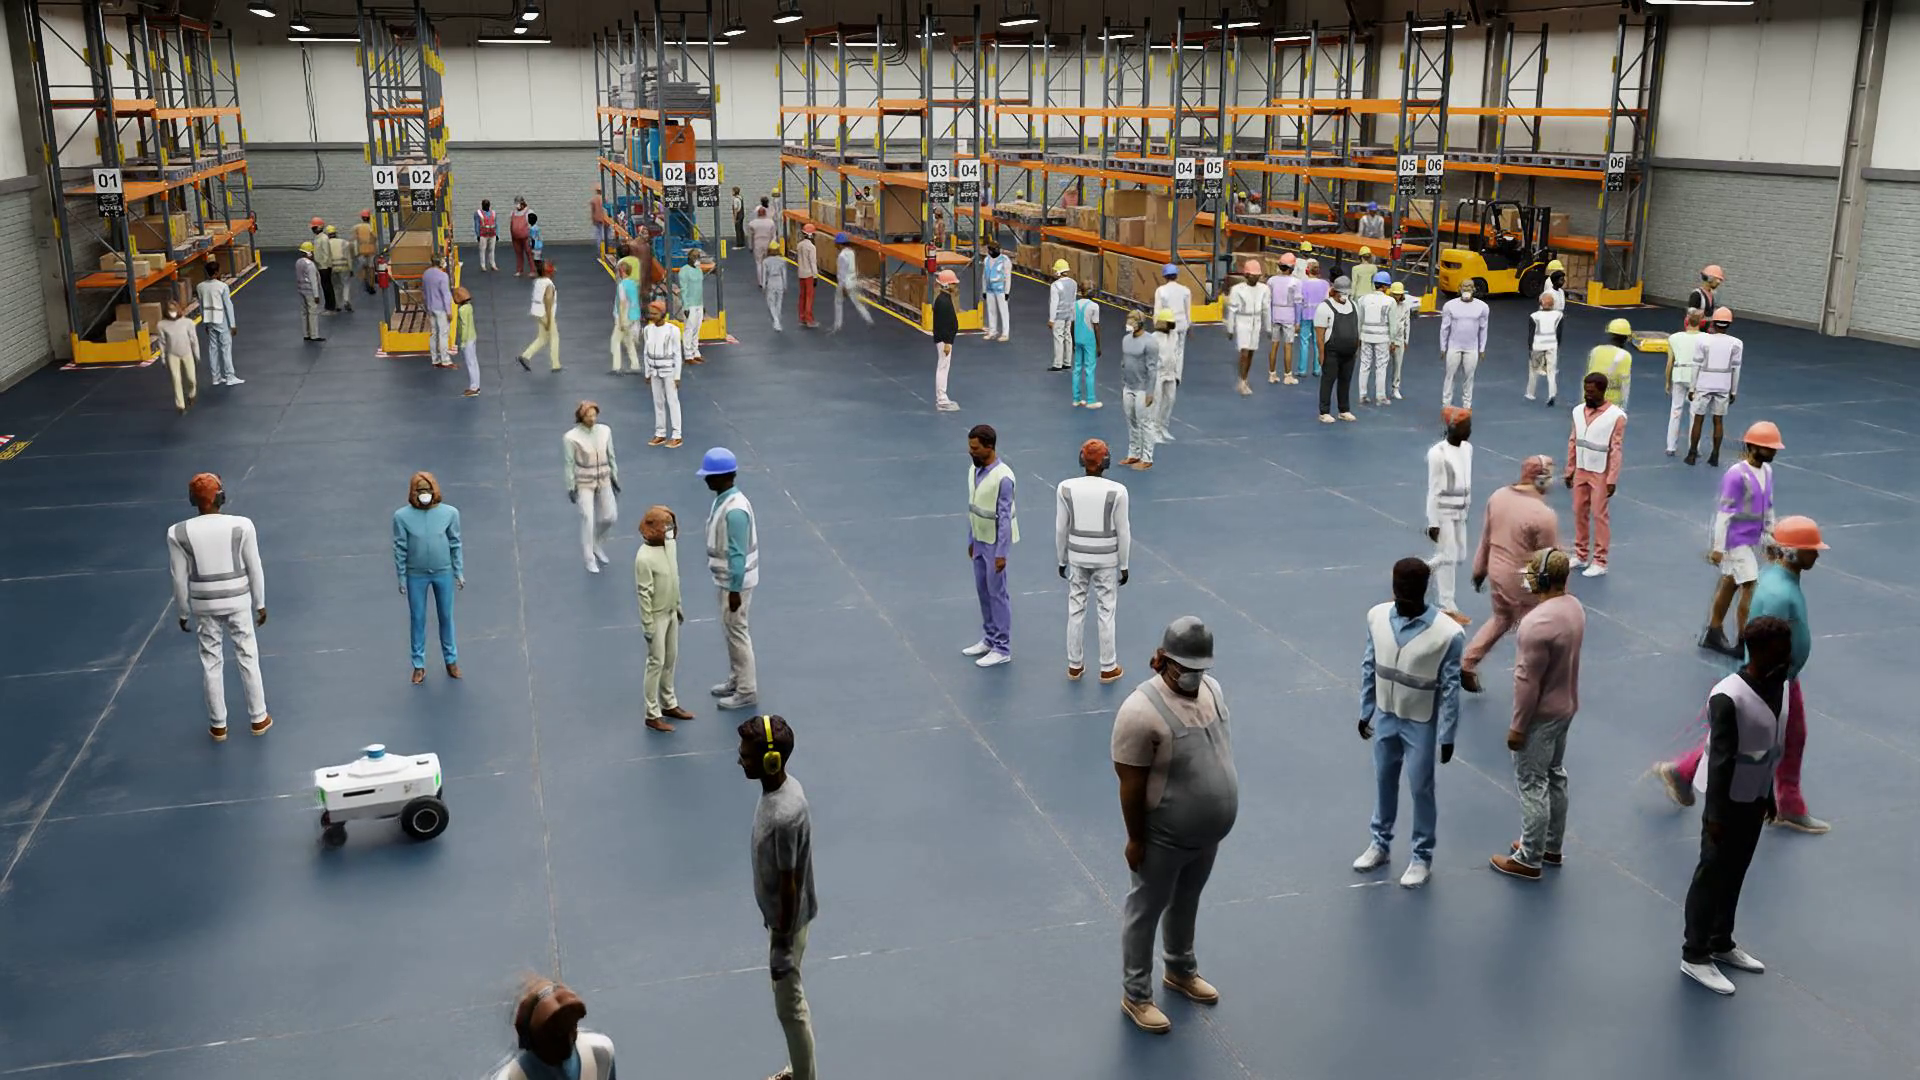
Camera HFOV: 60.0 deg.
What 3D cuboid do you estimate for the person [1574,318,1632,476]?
[{"bbox_3d":[7.441,-1.622,19.311,0.748,1.903,0.599,-6,16,-21],"label":"person"}]

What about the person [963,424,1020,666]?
[{"bbox_3d":[0.232,0.026,13.107,0.415,1.907,0.592,-8,17,-26],"label":"person"}]

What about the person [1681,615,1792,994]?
[{"bbox_3d":[3.895,1.288,8.323,0.587,1.920,0.395,-11,19,-37],"label":"person"}]

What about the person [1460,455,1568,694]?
[{"bbox_3d":[4.069,0.302,12.109,0.815,1.881,0.696,-4,15,-16],"label":"person"}]

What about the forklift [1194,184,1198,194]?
[{"bbox_3d":[7.392,-11.333,53.972,1.873,2.768,1.129,-4,15,-15],"label":"forklift"}]

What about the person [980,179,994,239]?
[{"bbox_3d":[0.963,-10.528,52.849,0.606,1.890,0.798,3,15,11],"label":"person"}]

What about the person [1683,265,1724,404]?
[{"bbox_3d":[10.842,-3.009,24.365,0.722,2.007,0.458,-14,20,-41],"label":"person"}]

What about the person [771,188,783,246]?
[{"bbox_3d":[-5.526,-9.722,50.092,0.309,1.743,0.494,1,15,5],"label":"person"}]

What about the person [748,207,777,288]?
[{"bbox_3d":[-4.673,-6.933,39.378,0.671,1.849,0.984,-1,15,-4],"label":"person"}]

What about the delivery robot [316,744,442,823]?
[{"bbox_3d":[-3.512,1.476,10.050,0.707,0.478,0.477,-6,16,-22],"label":"delivery robot"}]

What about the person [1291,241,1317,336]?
[{"bbox_3d":[6.445,-4.705,31.168,0.532,1.768,0.311,-5,16,-18],"label":"person"}]

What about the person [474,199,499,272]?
[{"bbox_3d":[-12.191,-7.857,42.898,0.619,1.838,0.430,-13,20,-41],"label":"person"}]

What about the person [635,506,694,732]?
[{"bbox_3d":[-2.096,0.543,11.693,0.288,1.623,0.507,4,15,16],"label":"person"}]

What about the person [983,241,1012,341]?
[{"bbox_3d":[0.670,-4.570,30.551,0.632,1.834,0.434,13,20,40],"label":"person"}]

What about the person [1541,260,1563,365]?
[{"bbox_3d":[9.877,-3.804,27.822,0.296,1.744,0.484,5,16,18],"label":"person"}]

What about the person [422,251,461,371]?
[{"bbox_3d":[-8.530,-3.749,27.245,0.629,1.936,0.371,12,19,38],"label":"person"}]

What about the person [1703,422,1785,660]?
[{"bbox_3d":[6.272,0.024,13.079,0.579,1.912,0.751,-12,19,-37],"label":"person"}]

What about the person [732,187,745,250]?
[{"bbox_3d":[-6.529,-9.463,48.942,0.348,1.839,0.504,4,15,15],"label":"person"}]

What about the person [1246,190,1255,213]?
[{"bbox_3d":[8.073,-8.691,45.913,0.502,1.900,0.654,7,16,25],"label":"person"}]

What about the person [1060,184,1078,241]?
[{"bbox_3d":[3.311,-9.688,49.687,0.680,1.875,0.833,2,15,9],"label":"person"}]

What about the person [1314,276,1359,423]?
[{"bbox_3d":[5.202,-2.625,22.815,0.688,2.000,0.535,-8,17,-27],"label":"person"}]

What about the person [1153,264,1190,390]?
[{"bbox_3d":[3.247,-3.258,25.460,0.655,1.904,0.562,-4,15,-15],"label":"person"}]

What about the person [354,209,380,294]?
[{"bbox_3d":[-13.469,-6.573,37.906,0.584,1.913,0.629,-1,15,-4],"label":"person"}]

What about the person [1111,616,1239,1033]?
[{"bbox_3d":[1.066,1.328,7.939,0.687,2.000,0.535,-14,20,-42],"label":"person"}]

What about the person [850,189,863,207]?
[{"bbox_3d":[-2.777,-8.704,45.912,0.544,1.929,0.388,-3,15,-11],"label":"person"}]

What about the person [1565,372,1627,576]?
[{"bbox_3d":[5.938,-0.629,15.566,0.387,1.906,0.603,-7,16,-25],"label":"person"}]

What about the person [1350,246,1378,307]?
[{"bbox_3d":[7.284,-4.423,30.107,0.531,1.768,0.311,-5,16,-18],"label":"person"}]

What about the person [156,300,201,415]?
[{"bbox_3d":[-10.995,-2.582,23.433,0.540,1.622,0.379,-8,17,-27],"label":"person"}]

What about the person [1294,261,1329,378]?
[{"bbox_3d":[5.596,-3.511,26.520,0.575,1.843,0.375,-4,15,-14],"label":"person"}]

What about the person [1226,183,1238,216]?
[{"bbox_3d":[8.295,-9.917,50.582,0.328,1.872,0.515,-11,18,-35],"label":"person"}]

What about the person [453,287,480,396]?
[{"bbox_3d":[-7.400,-2.981,24.934,0.289,1.633,0.501,-1,15,-2],"label":"person"}]

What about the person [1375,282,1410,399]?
[{"bbox_3d":[6.413,-2.950,24.623,0.493,1.740,0.325,-1,15,-4],"label":"person"}]

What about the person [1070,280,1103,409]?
[{"bbox_3d":[1.810,-2.801,23.867,0.504,1.839,0.344,13,20,40],"label":"person"}]

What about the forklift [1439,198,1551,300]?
[{"bbox_3d":[11.913,-6.508,37.130,2.313,2.155,1.214,-4,15,-15],"label":"forklift"}]

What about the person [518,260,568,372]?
[{"bbox_3d":[-6.790,-3.611,26.940,0.710,1.824,0.582,-12,19,-37],"label":"person"}]

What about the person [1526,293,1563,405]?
[{"bbox_3d":[8.543,-2.795,24.282,0.505,1.608,0.813,1,15,5],"label":"person"}]

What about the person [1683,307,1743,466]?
[{"bbox_3d":[9.118,-1.852,20.134,0.550,1.925,0.391,3,15,12],"label":"person"}]

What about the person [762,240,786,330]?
[{"bbox_3d":[-3.529,-4.841,31.767,0.492,1.730,0.550,-5,16,-19],"label":"person"}]

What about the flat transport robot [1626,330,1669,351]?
[{"bbox_3d":[12.386,-3.569,29.757,0.652,0.197,1.431,3,15,10],"label":"flat transport robot"}]

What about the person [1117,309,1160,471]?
[{"bbox_3d":[2.138,-1.796,19.920,0.368,1.934,0.632,-9,17,-30],"label":"person"}]

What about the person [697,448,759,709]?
[{"bbox_3d":[-1.676,0.273,12.116,0.422,1.935,0.620,-5,16,-17],"label":"person"}]

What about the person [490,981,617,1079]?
[{"bbox_3d":[-1.410,2.171,5.597,0.691,1.615,0.527,14,20,42],"label":"person"}]
